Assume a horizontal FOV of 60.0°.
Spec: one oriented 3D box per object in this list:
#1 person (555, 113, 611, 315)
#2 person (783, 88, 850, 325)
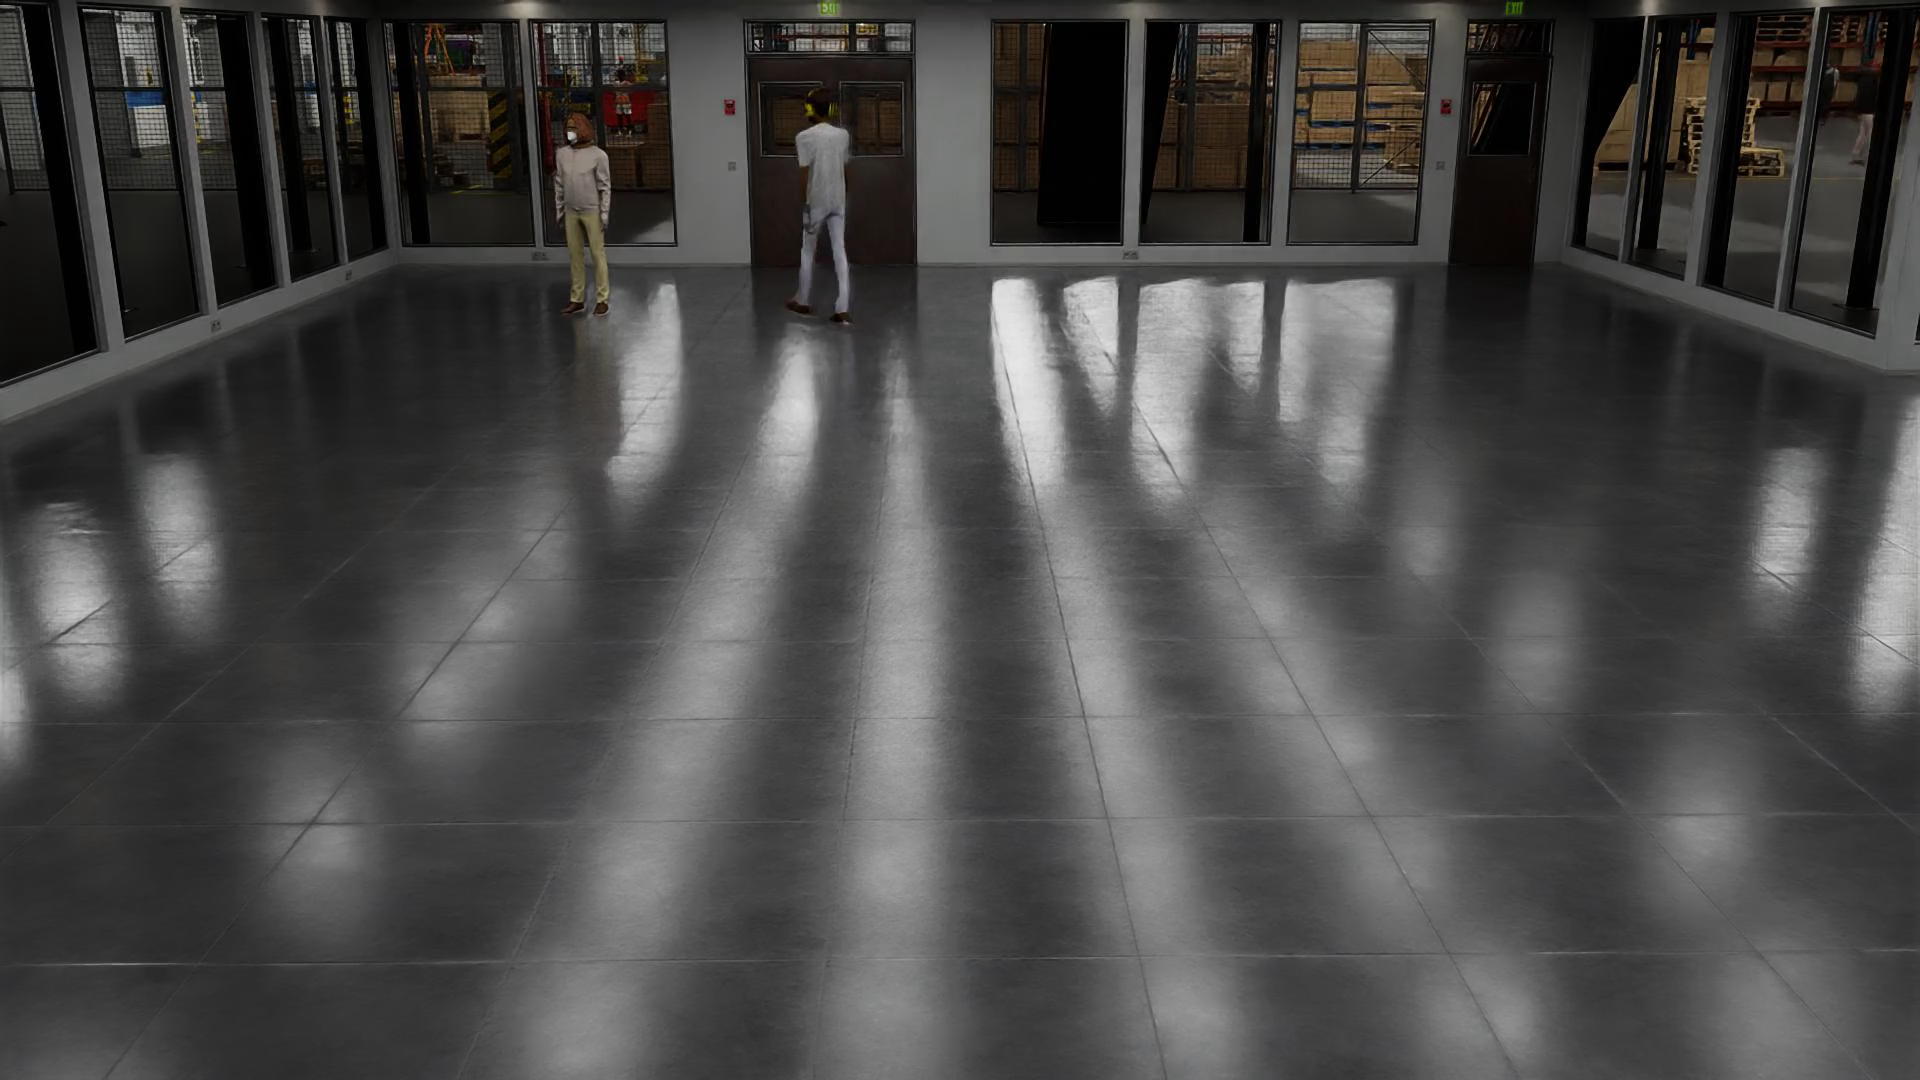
[{"bbox_3d":[-3.094,-2.665,13.645,0.499,1.634,0.279,6,17,18],"label":"person"},{"bbox_3d":[-1.121,-2.671,13.336,0.522,1.833,0.874,-9,18,-27],"label":"person"}]
